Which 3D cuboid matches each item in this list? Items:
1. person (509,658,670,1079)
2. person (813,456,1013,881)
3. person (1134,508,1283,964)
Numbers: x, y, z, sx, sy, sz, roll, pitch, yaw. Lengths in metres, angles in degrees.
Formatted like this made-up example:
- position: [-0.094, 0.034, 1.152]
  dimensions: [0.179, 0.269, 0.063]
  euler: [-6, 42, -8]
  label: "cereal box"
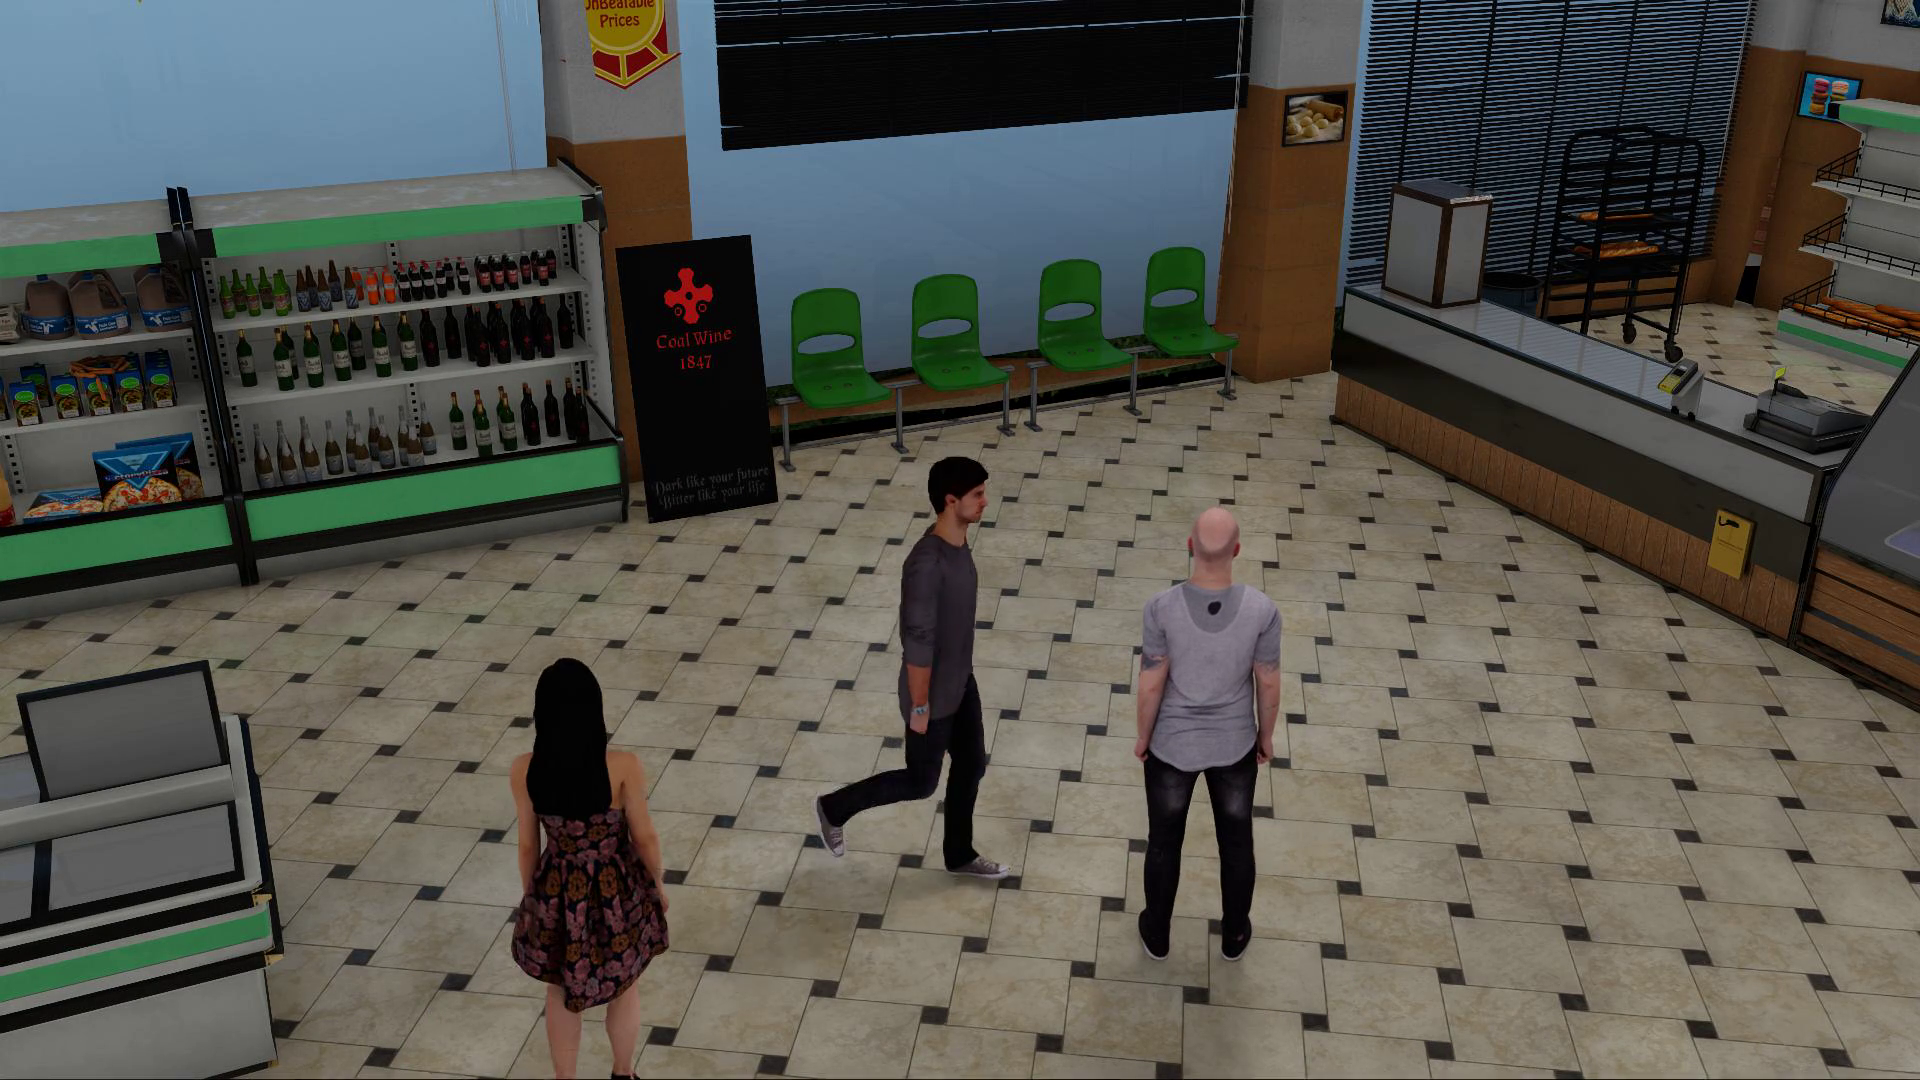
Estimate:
- position: [-1.157, 1.190, 5.203]
  dimensions: [0.863, 1.764, 0.895]
  euler: [0, 24, -1]
  label: "person"
- position: [-0.181, 0.555, 6.588]
  dimensions: [1.173, 1.819, 1.090]
  euler: [9, 25, 19]
  label: "person"
- position: [0.894, 0.735, 6.154]
  dimensions: [0.699, 1.837, 0.824]
  euler: [1, 24, 3]
  label: "person"
